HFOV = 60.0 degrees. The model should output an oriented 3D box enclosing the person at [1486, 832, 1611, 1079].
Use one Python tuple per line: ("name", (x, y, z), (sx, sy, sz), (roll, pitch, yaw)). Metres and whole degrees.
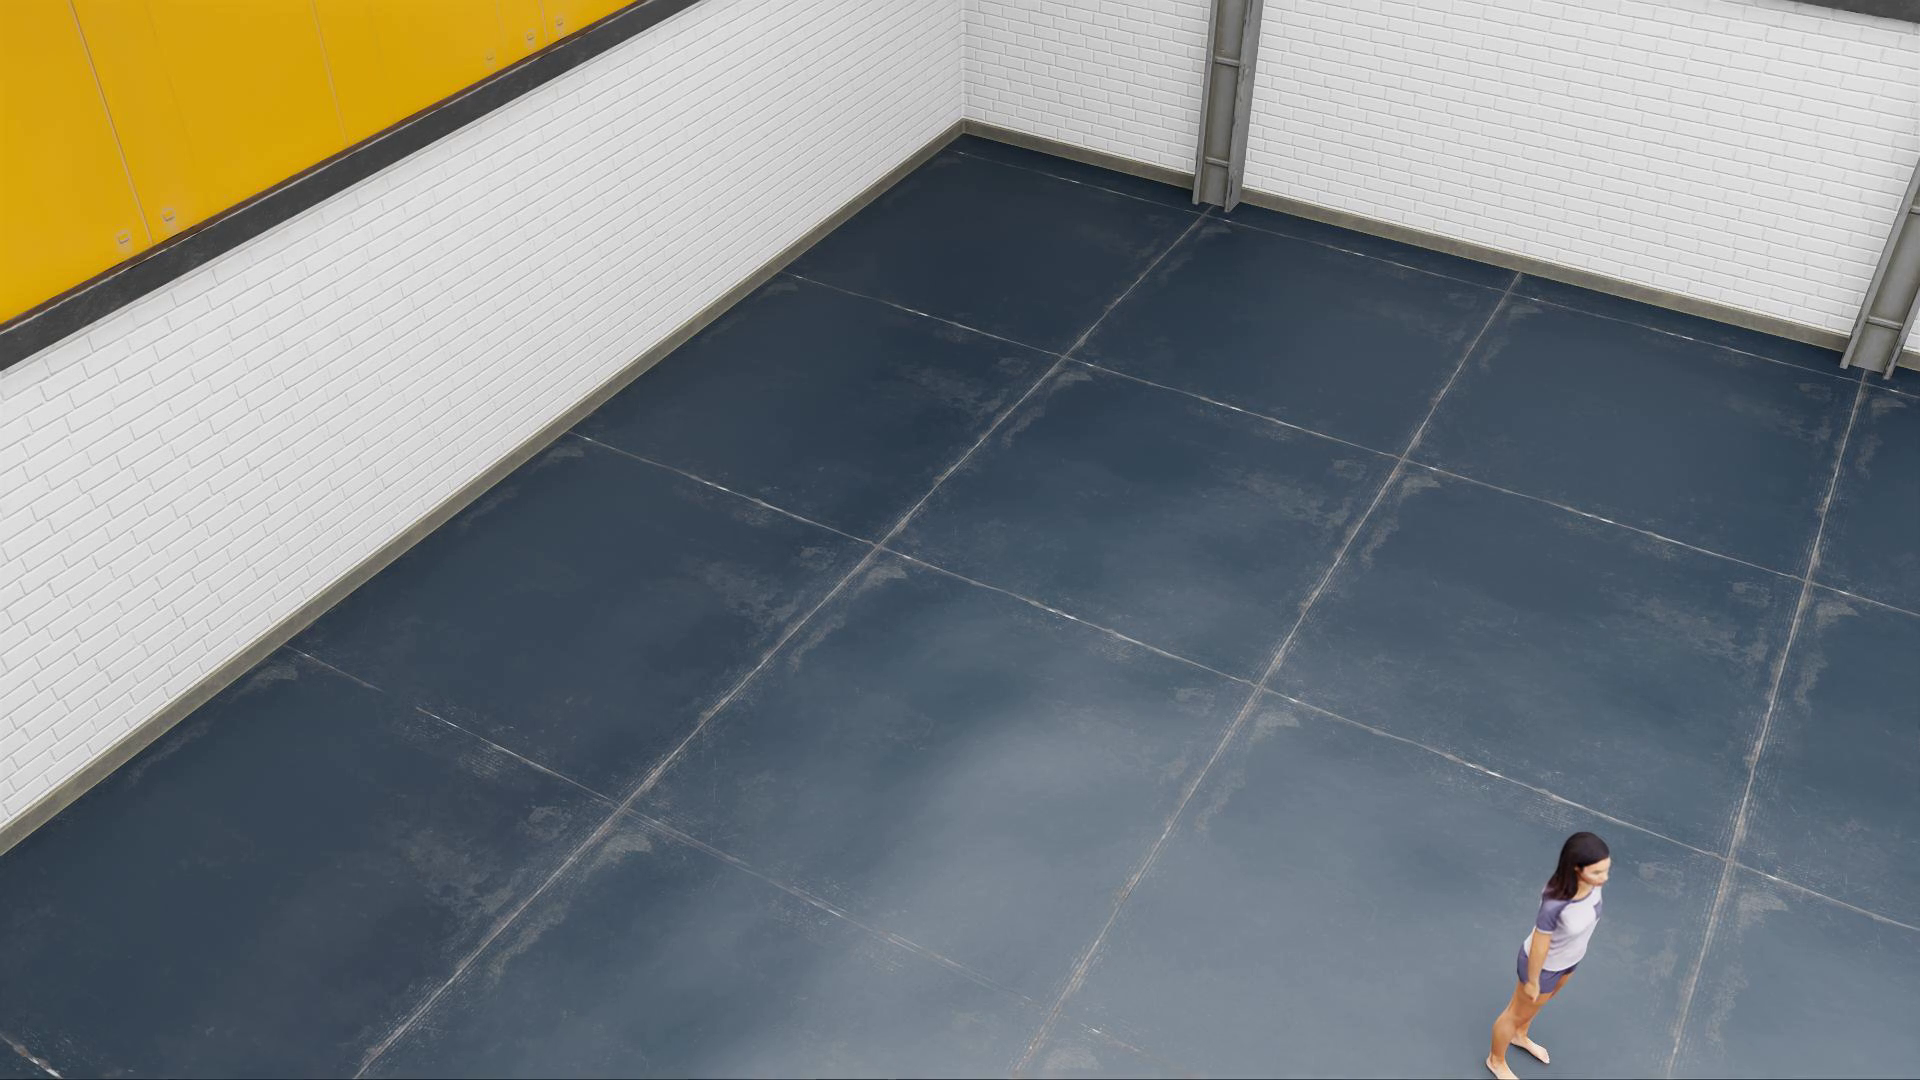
("person", (2.959, 2.085, 8.331), (0.646, 1.733, 0.615), (-28, 47, -31))
